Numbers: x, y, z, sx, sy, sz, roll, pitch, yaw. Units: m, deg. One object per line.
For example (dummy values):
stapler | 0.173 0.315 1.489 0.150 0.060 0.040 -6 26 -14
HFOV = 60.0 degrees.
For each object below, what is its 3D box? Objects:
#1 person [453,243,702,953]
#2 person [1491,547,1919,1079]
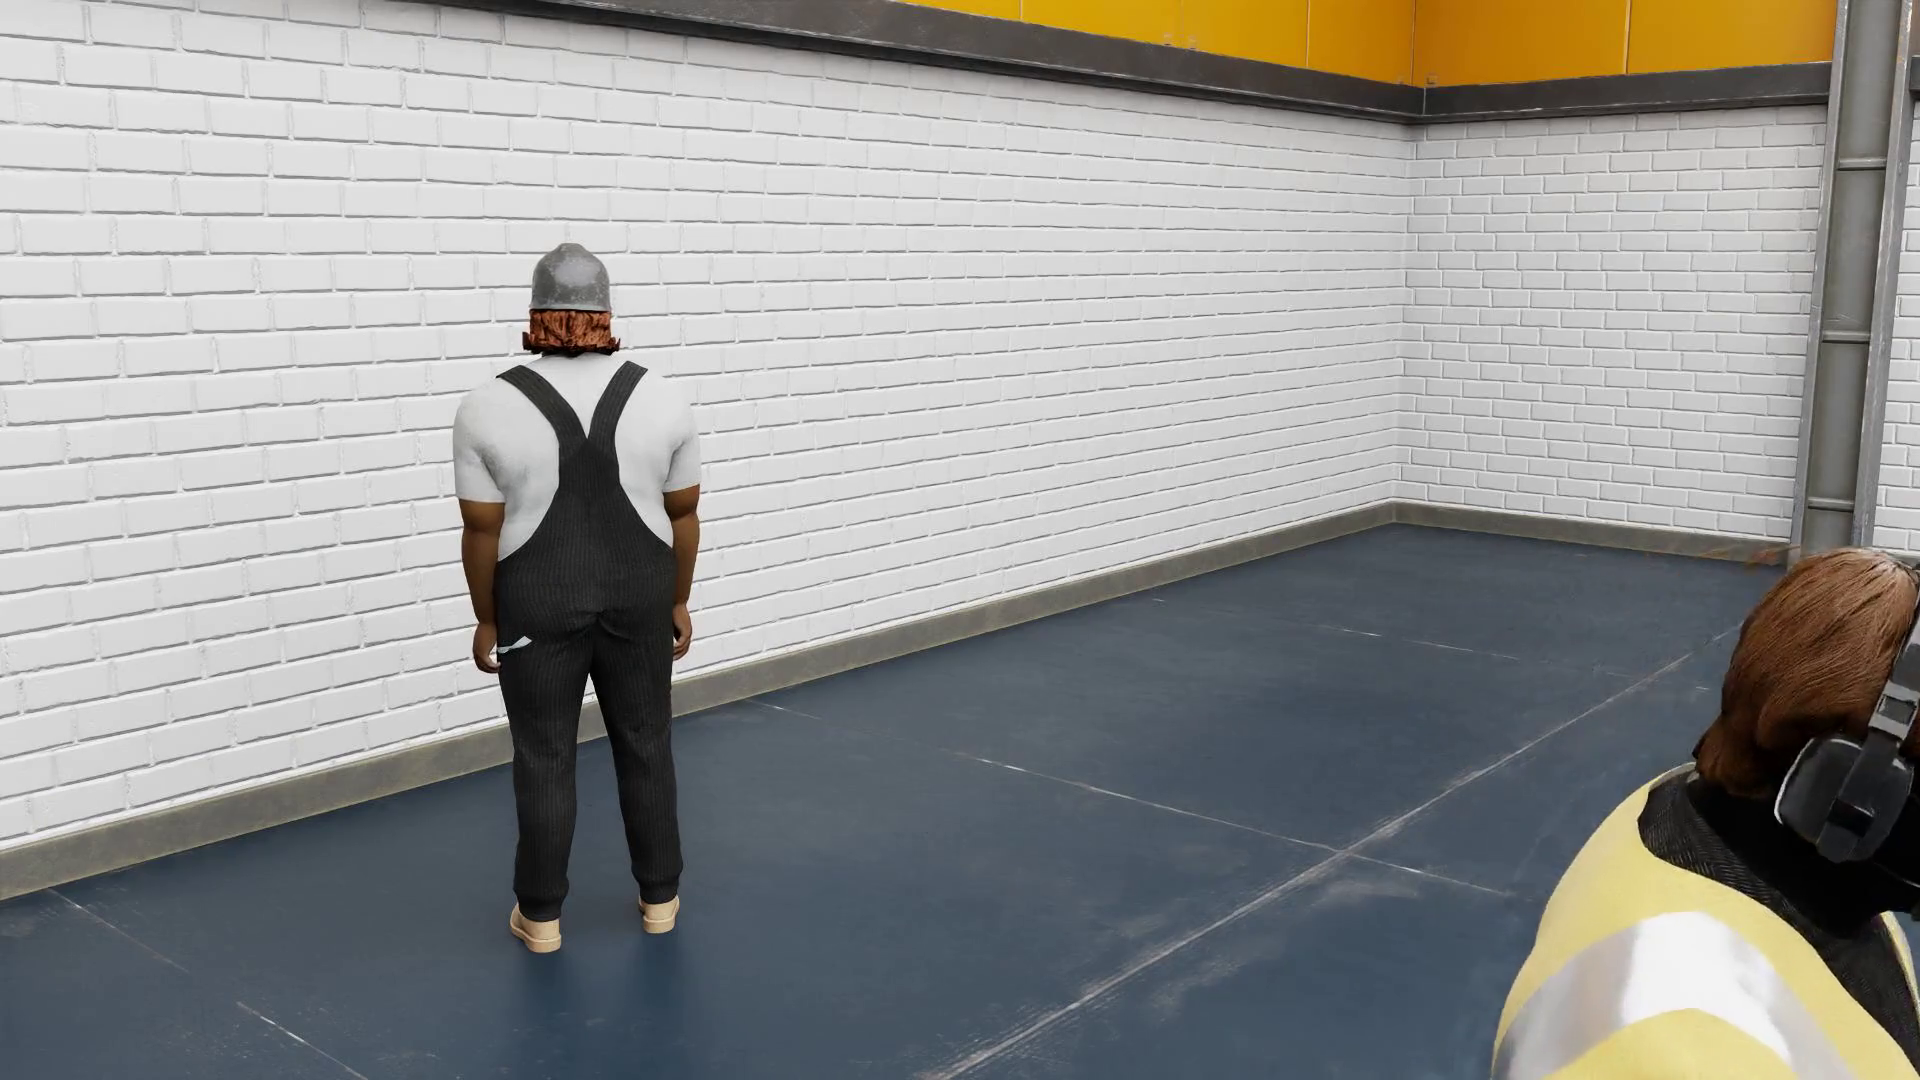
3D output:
person | -1.109 0.165 4.840 0.682 2.000 0.537 -4 11 -22
person | 0.553 0.866 1.534 0.828 1.803 0.680 5 11 28
